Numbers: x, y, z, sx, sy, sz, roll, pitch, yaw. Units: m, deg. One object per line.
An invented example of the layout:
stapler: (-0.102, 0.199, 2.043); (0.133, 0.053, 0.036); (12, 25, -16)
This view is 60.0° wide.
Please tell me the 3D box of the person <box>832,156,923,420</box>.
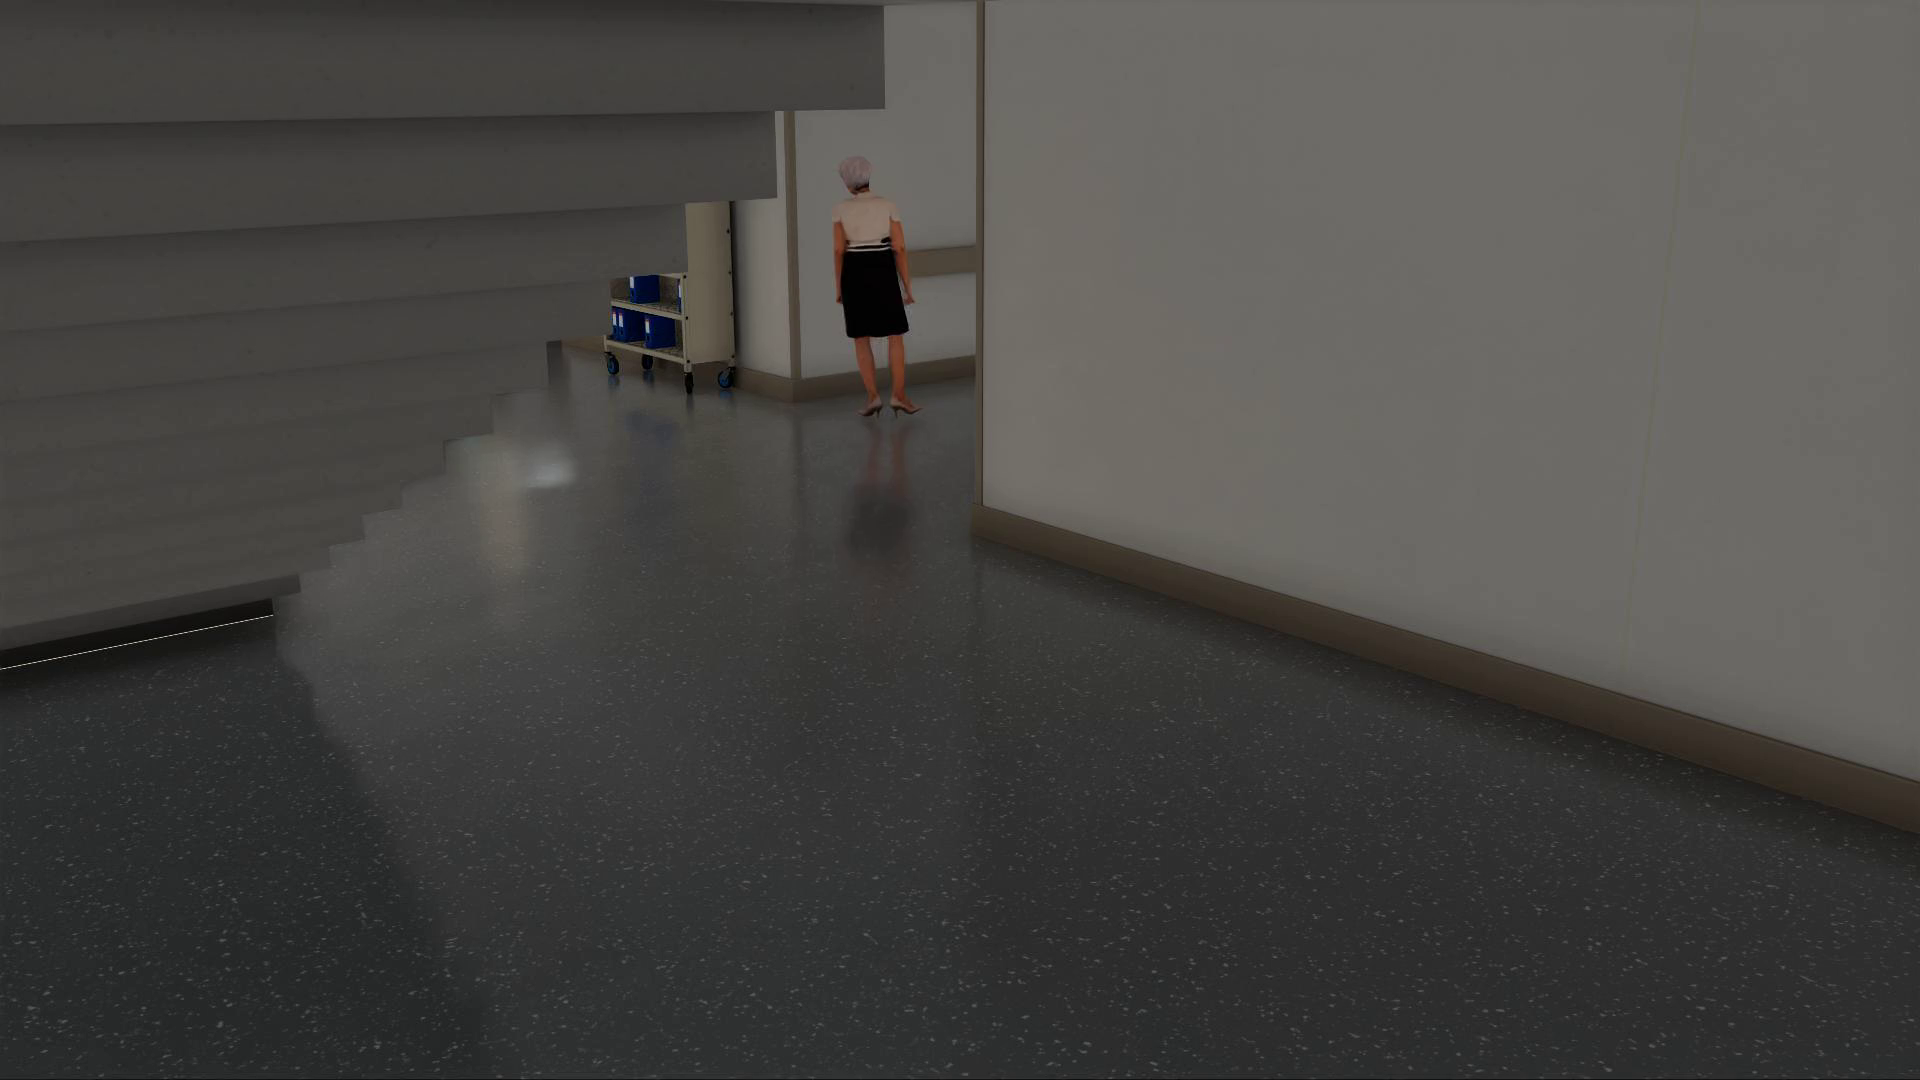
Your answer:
person: (-0.561, -1.657, 11.063); (0.807, 1.728, 0.846); (3, 16, 12)
